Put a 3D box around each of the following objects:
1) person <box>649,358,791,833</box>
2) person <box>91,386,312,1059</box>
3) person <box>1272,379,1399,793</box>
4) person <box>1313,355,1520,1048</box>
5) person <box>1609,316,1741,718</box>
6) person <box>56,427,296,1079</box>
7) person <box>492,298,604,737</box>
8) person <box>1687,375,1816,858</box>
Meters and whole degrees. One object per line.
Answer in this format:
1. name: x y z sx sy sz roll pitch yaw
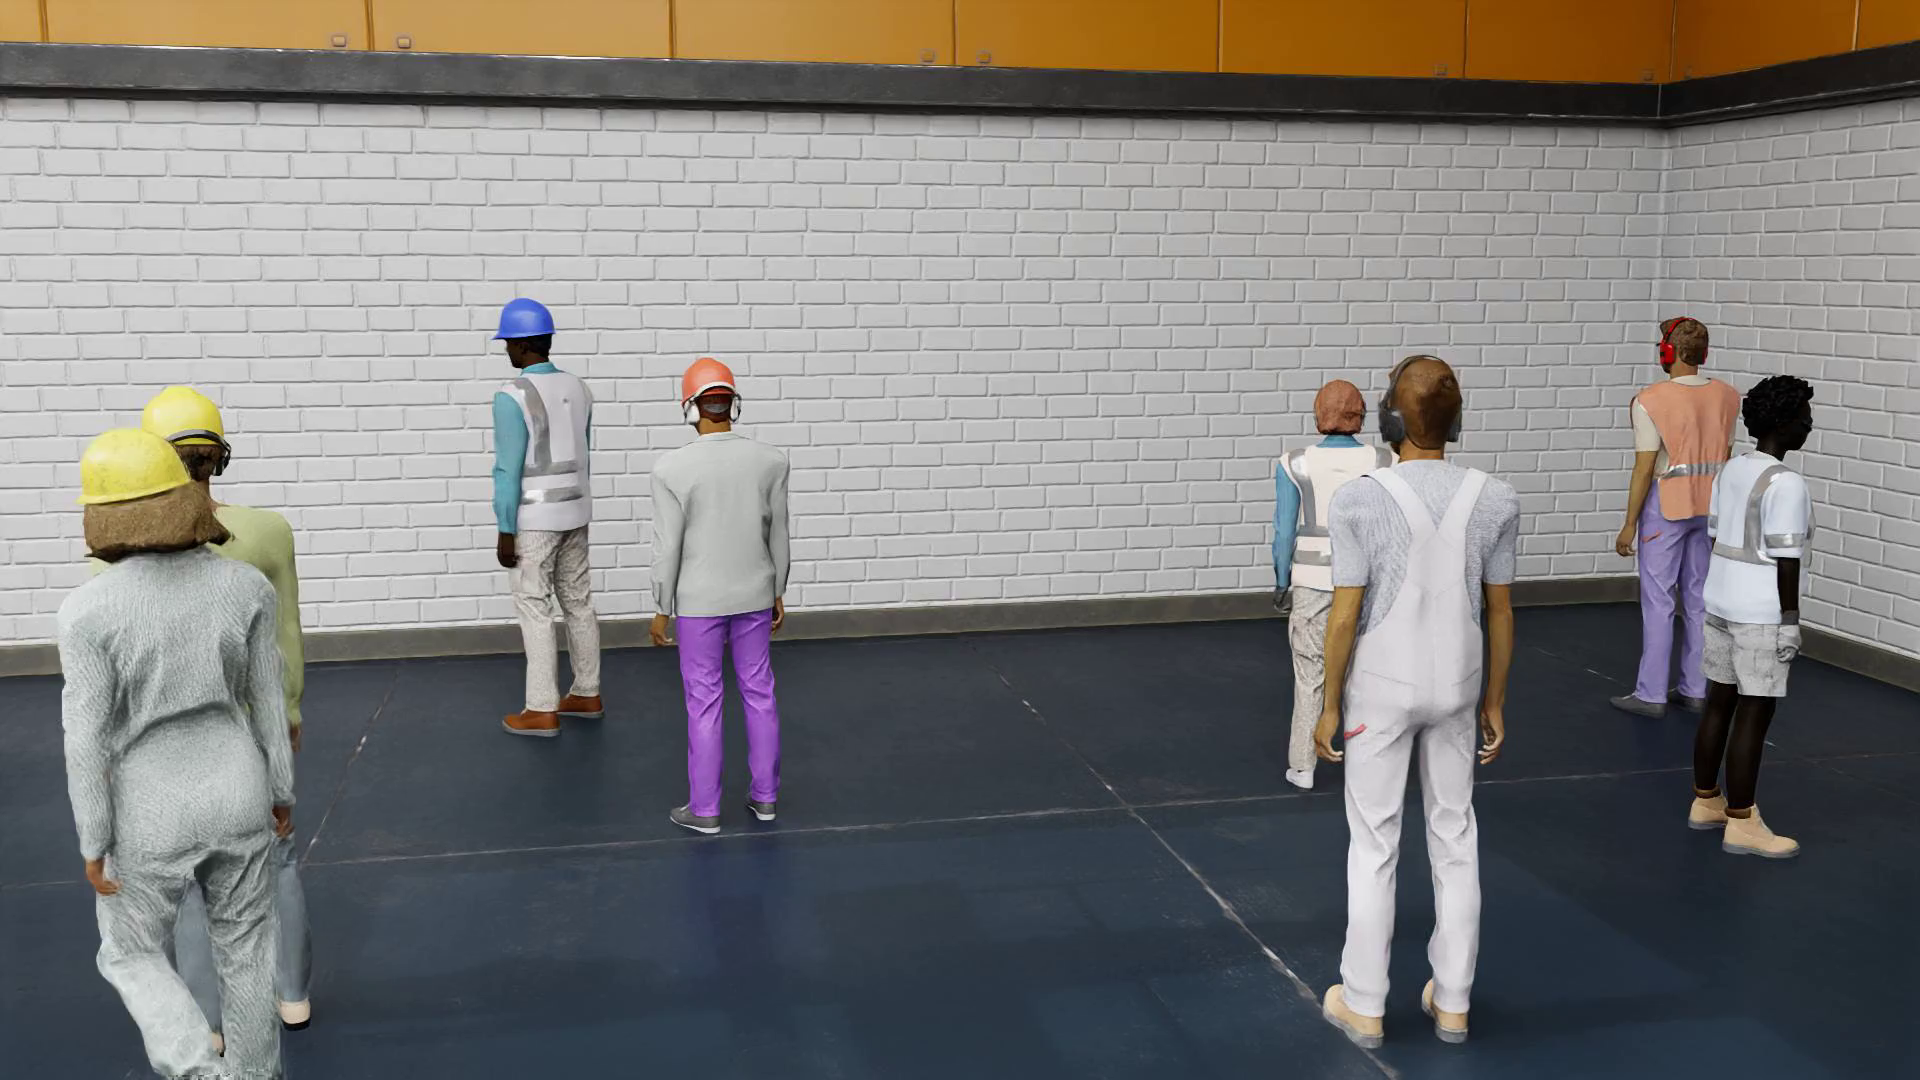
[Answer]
1. person: -0.894 0.203 6.145 0.563 1.742 0.339 -6 11 -33
2. person: -1.990 0.481 4.385 0.327 1.767 0.533 8 12 41
3. person: 1.483 0.190 6.542 0.512 1.639 0.312 1 9 8
4. person: 1.200 0.435 4.420 0.518 1.843 0.332 -1 9 -4
5. person: 3.298 -0.094 7.654 0.563 1.843 0.390 -3 10 -20
6. person: -1.702 0.610 3.715 0.491 1.727 0.508 9 13 43
7. person: -1.864 -0.103 7.428 0.418 1.937 0.607 4 10 24
8. person: 2.837 0.262 5.926 0.318 1.695 0.539 0 9 0
